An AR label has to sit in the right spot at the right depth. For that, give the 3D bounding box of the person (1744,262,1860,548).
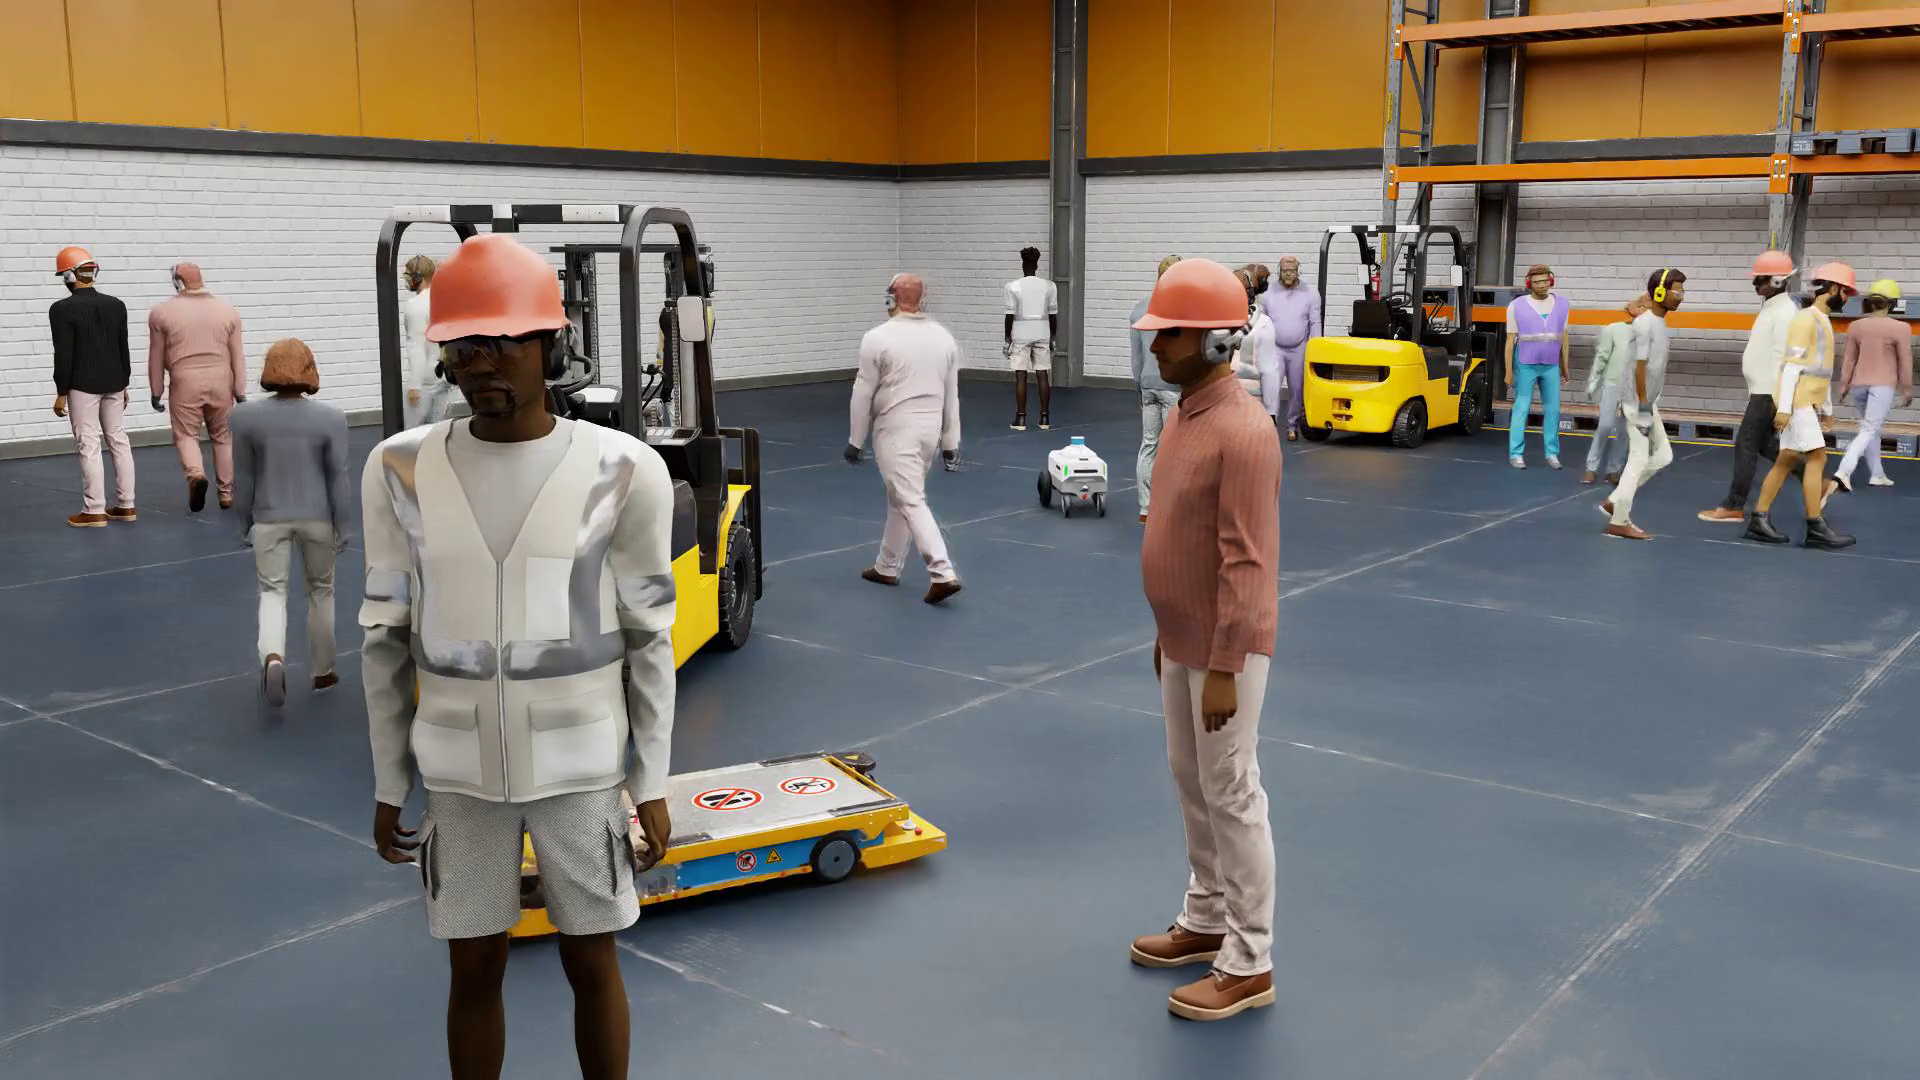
[{"bbox_3d":[5.717,-0.892,11.086,0.828,1.884,0.611,7,13,36],"label":"person"}]

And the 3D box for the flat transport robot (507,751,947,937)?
[{"bbox_3d":[-0.823,0.943,5.377,1.431,0.197,0.652,-6,12,-29],"label":"flat transport robot"}]

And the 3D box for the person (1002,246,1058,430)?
[{"bbox_3d":[0.753,-2.167,17.913,0.609,1.964,0.367,-2,11,-13],"label":"person"}]

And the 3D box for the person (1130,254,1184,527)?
[{"bbox_3d":[1.463,-1.029,11.697,0.370,1.934,0.627,-8,13,-39],"label":"person"}]

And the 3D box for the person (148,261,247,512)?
[{"bbox_3d":[-5.644,-1.126,12.377,0.679,1.879,0.653,-7,12,-33],"label":"person"}]

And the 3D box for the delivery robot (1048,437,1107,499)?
[{"bbox_3d":[0.883,-0.536,12.525,0.477,0.478,0.707,-1,10,-6],"label":"delivery robot"}]

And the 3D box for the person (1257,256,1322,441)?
[{"bbox_3d":[3.275,-1.888,16.638,0.660,1.870,0.924,2,10,9],"label":"person"}]

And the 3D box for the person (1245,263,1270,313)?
[{"bbox_3d":[2.665,-1.680,15.619,0.433,1.819,0.642,3,11,14],"label":"person"}]

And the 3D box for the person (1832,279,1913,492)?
[{"bbox_3d":[7.414,-1.255,13.525,0.897,1.731,0.530,-5,11,-27],"label":"person"}]

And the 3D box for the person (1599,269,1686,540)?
[{"bbox_3d":[4.673,-0.916,11.313,0.395,1.846,0.566,7,12,33],"label":"person"}]

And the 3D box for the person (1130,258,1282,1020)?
[{"bbox_3d":[0.634,0.258,4.419,0.403,1.986,0.617,-2,10,-11],"label":"person"}]

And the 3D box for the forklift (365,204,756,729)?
[{"bbox_3d":[-1.766,-0.406,7.525,1.214,2.155,2.313,1,10,7],"label":"forklift"}]

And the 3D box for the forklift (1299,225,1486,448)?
[{"bbox_3d":[4.449,-2.115,16.993,1.214,2.155,2.313,8,13,38],"label":"forklift"}]

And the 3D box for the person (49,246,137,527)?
[{"bbox_3d":[-6.210,-1.089,11.877,0.362,1.989,0.608,4,11,22],"label":"person"}]

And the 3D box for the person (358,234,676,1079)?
[{"bbox_3d":[-0.854,0.441,3.248,0.607,2.044,0.375,0,10,-3],"label":"person"}]

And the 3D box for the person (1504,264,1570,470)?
[{"bbox_3d":[5.119,-1.533,14.795,0.575,1.824,0.409,-1,10,-4],"label":"person"}]

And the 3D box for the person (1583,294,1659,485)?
[{"bbox_3d":[5.516,-1.242,13.791,0.571,1.595,0.366,2,10,9],"label":"person"}]

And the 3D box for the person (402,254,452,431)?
[{"bbox_3d":[-4.094,-1.210,12.723,0.438,1.924,0.661,1,10,4],"label":"person"}]

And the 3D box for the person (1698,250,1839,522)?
[{"bbox_3d":[5.880,-1.085,11.940,0.869,1.966,0.628,3,11,16],"label":"person"}]

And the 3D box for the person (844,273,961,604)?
[{"bbox_3d":[-0.282,-0.588,9.486,0.629,1.859,1.016,-9,14,-41],"label":"person"}]

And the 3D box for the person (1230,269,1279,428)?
[{"bbox_3d":[1.856,-0.883,11.144,0.634,1.842,0.429,8,13,39],"label":"person"}]

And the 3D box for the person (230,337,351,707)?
[{"bbox_3d":[-2.923,-0.073,7.279,0.501,1.615,0.653,-2,11,-13],"label":"person"}]

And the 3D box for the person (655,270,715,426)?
[{"bbox_3d":[-2.209,-1.272,13.306,0.429,1.842,0.629,4,11,21],"label":"person"}]
